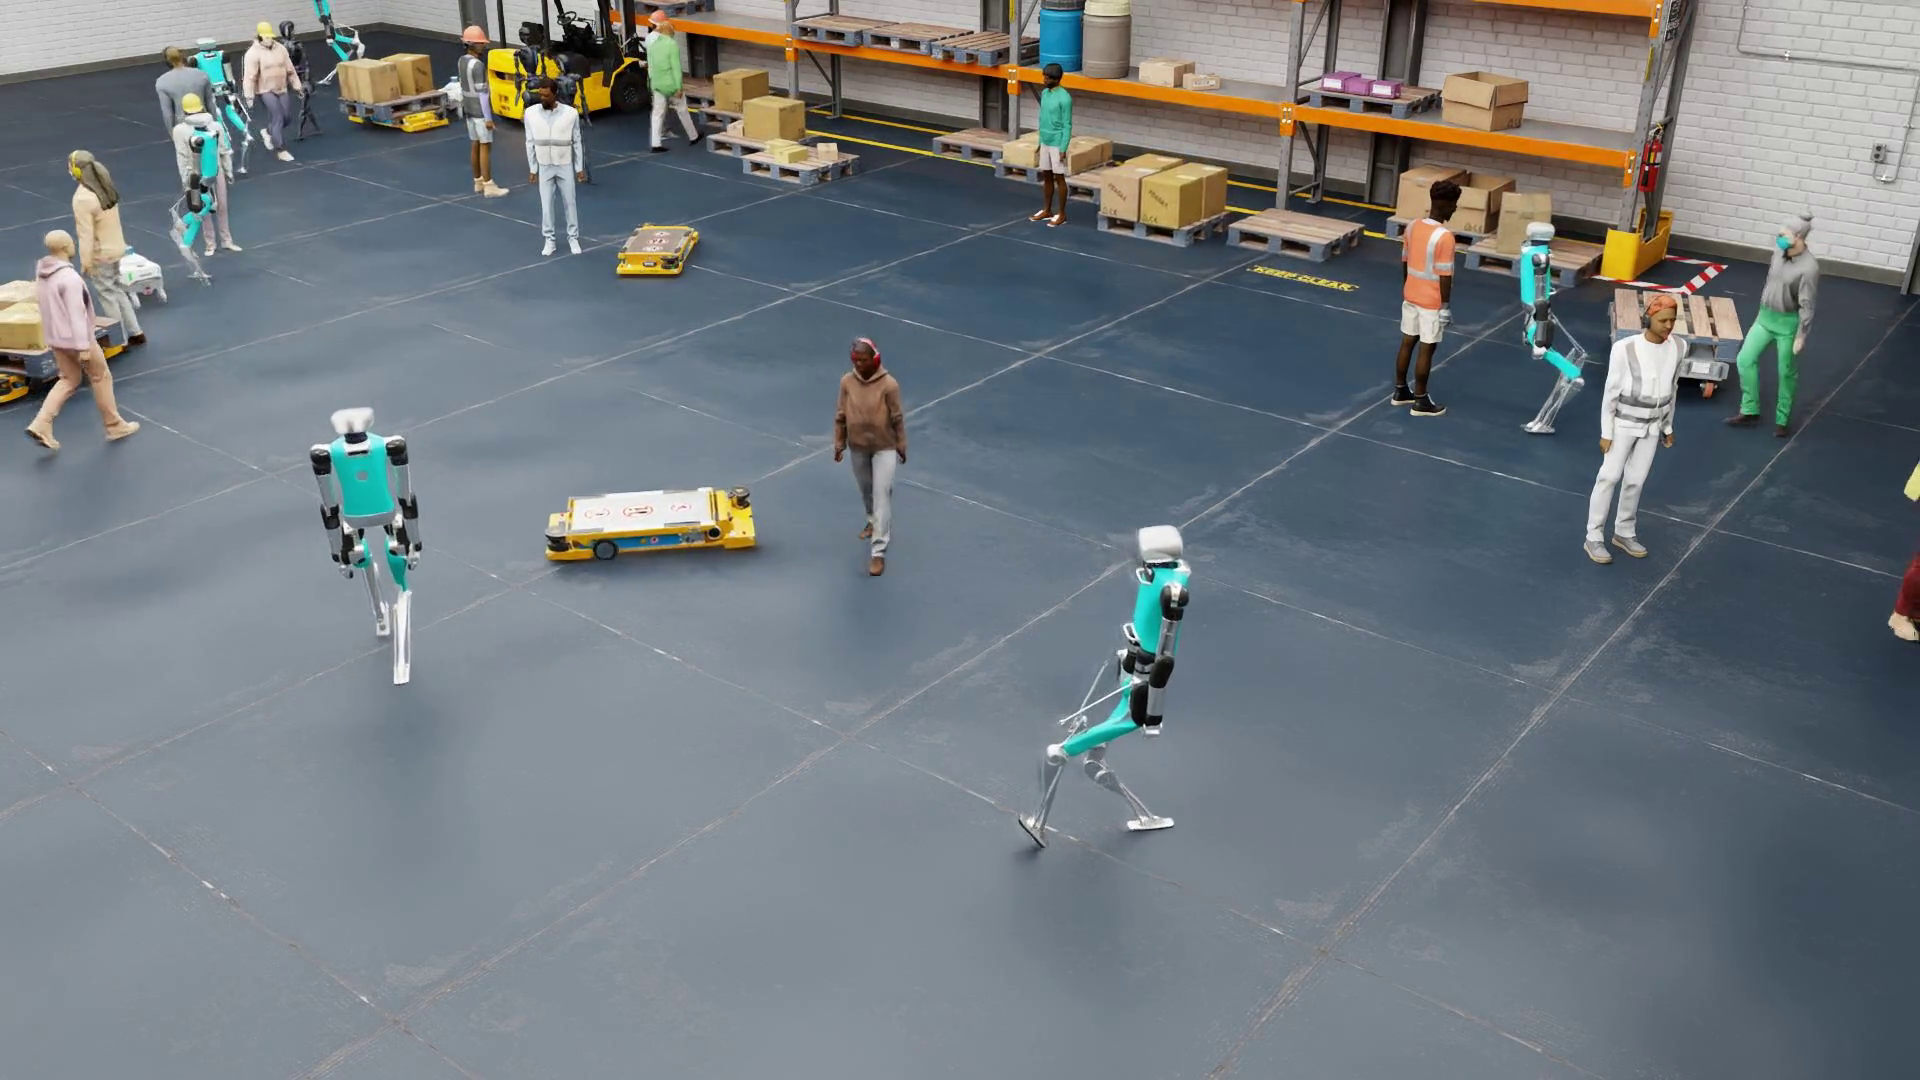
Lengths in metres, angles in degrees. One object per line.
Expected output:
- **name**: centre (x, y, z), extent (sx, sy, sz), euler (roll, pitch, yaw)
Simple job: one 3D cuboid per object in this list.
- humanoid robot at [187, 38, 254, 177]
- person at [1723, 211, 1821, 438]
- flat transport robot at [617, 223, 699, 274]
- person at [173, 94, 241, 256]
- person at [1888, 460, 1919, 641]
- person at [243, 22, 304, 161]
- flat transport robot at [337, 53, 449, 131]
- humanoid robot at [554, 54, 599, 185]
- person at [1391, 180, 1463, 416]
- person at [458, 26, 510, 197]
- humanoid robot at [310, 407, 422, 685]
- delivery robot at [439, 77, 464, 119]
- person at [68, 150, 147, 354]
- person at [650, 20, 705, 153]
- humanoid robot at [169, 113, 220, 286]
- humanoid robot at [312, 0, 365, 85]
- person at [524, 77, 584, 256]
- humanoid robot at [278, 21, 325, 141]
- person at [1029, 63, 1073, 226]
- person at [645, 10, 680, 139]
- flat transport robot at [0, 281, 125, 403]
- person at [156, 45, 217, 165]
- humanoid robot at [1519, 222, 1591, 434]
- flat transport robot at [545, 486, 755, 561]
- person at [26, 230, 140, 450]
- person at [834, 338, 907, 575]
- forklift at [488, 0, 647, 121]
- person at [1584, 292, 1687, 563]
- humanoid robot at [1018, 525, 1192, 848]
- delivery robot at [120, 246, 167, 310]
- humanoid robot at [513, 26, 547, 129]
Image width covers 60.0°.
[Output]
- **humanoid robot**: centre (-9.329, -5.441, 21.188), extent (0.799, 1.797, 0.540), euler (22, 34, 38)
- **person**: centre (6.570, -1.733, 13.355), extent (0.534, 1.832, 0.617), euler (-9, 27, -18)
- **flat transport robot**: centre (-3.288, -3.175, 18.146), extent (0.659, 0.231, 1.431), euler (0, 26, 1)
- **person**: centre (-8.195, -3.977, 18.107), extent (0.539, 1.751, 0.378), euler (-14, 29, -26)
- **person**: centre (6.084, -0.227, 10.332), extent (0.381, 1.760, 0.530), euler (23, 34, 39)
- **person**: centre (-9.238, -6.021, 22.248), extent (0.660, 1.822, 0.786), euler (17, 30, 31)
- **flat transport robot**: centre (-8.280, -6.230, 24.472), extent (1.431, 0.231, 0.659), euler (16, 30, 30)
- **humanoid robot**: centre (-4.953, -5.319, 21.015), extent (0.713, 1.628, 0.609), euler (20, 32, 36)
- **person**: centre (3.878, -2.004, 13.780), extent (0.374, 1.957, 0.600), euler (-9, 27, -18)
- **person**: centre (-5.883, -5.254, 20.419), extent (0.391, 2.040, 0.607), euler (-18, 31, -33)
- **humanoid robot**: centre (-3.532, -0.082, 10.065), extent (0.537, 1.767, 0.943), euler (-8, 27, -16)
- **delivery robot**: centre (-7.578, -6.684, 25.068), extent (0.499, 0.581, 0.768), euler (2, 26, 5)
- **person**: centre (-7.775, -2.608, 15.130), extent (0.431, 1.871, 0.570), euler (1, 26, 3)
- **person**: centre (-3.935, -6.219, 22.784), extent (0.589, 1.709, 0.971), euler (15, 30, 29)
- **humanoid robot**: centre (-7.928, -3.448, 17.109), extent (0.798, 1.837, 0.545), euler (-1, 26, -3)
- **humanoid robot**: centre (-10.034, -8.232, 26.986), extent (1.007, 1.755, 0.540), euler (-8, 27, -16)
- **person**: centre (-4.396, -4.069, 18.108), extent (0.587, 1.915, 0.397), euler (-3, 26, -7)
- **humanoid robot**: centre (-9.283, -6.442, 23.311), extent (0.599, 1.627, 0.699), euler (13, 29, 25)
- **person**: centre (1.096, -4.577, 19.234), extent (0.399, 1.849, 0.492), euler (-17, 31, -31)
- **person**: centre (-4.205, -6.564, 23.465), extent (0.350, 1.746, 0.574), euler (-14, 29, -27)
- **flat transport robot**: centre (-8.249, -1.562, 14.806), extent (0.659, 0.231, 1.431), euler (7, 27, 15)
- **person**: centre (-9.216, -4.956, 19.972), extent (0.626, 1.899, 0.846), euler (-14, 29, -26)
- **humanoid robot**: centre (4.772, -1.664, 13.305), extent (0.760, 1.748, 0.536), euler (3, 26, 5)
- **flat transport robot**: centre (-2.195, -0.117, 11.812), extent (1.431, 0.231, 0.659), euler (-4, 26, -9)
- **person**: centre (-7.048, -1.553, 13.078), extent (0.539, 1.755, 0.785), euler (15, 30, 29)
- **person**: centre (-0.605, -0.648, 11.369), extent (0.505, 1.621, 0.757), euler (6, 27, 13)
- **forklift**: centre (-5.874, -7.334, 24.552), extent (1.214, 2.155, 2.313), euler (19, 32, 34)
- **person**: centre (4.595, -0.756, 11.283), extent (0.573, 1.882, 0.355), euler (-8, 27, -15)
- **humanoid robot**: centre (0.634, 0.765, 8.306), extent (0.965, 1.761, 0.540), euler (-3, 26, -6)
- **delivery robot**: centre (-8.331, -2.660, 16.737), extent (0.774, 0.583, 0.499), euler (22, 33, 38)
- **humanoid robot**: centre (-5.832, -6.169, 22.725), extent (0.334, 1.644, 0.589), euler (16, 30, 29)
